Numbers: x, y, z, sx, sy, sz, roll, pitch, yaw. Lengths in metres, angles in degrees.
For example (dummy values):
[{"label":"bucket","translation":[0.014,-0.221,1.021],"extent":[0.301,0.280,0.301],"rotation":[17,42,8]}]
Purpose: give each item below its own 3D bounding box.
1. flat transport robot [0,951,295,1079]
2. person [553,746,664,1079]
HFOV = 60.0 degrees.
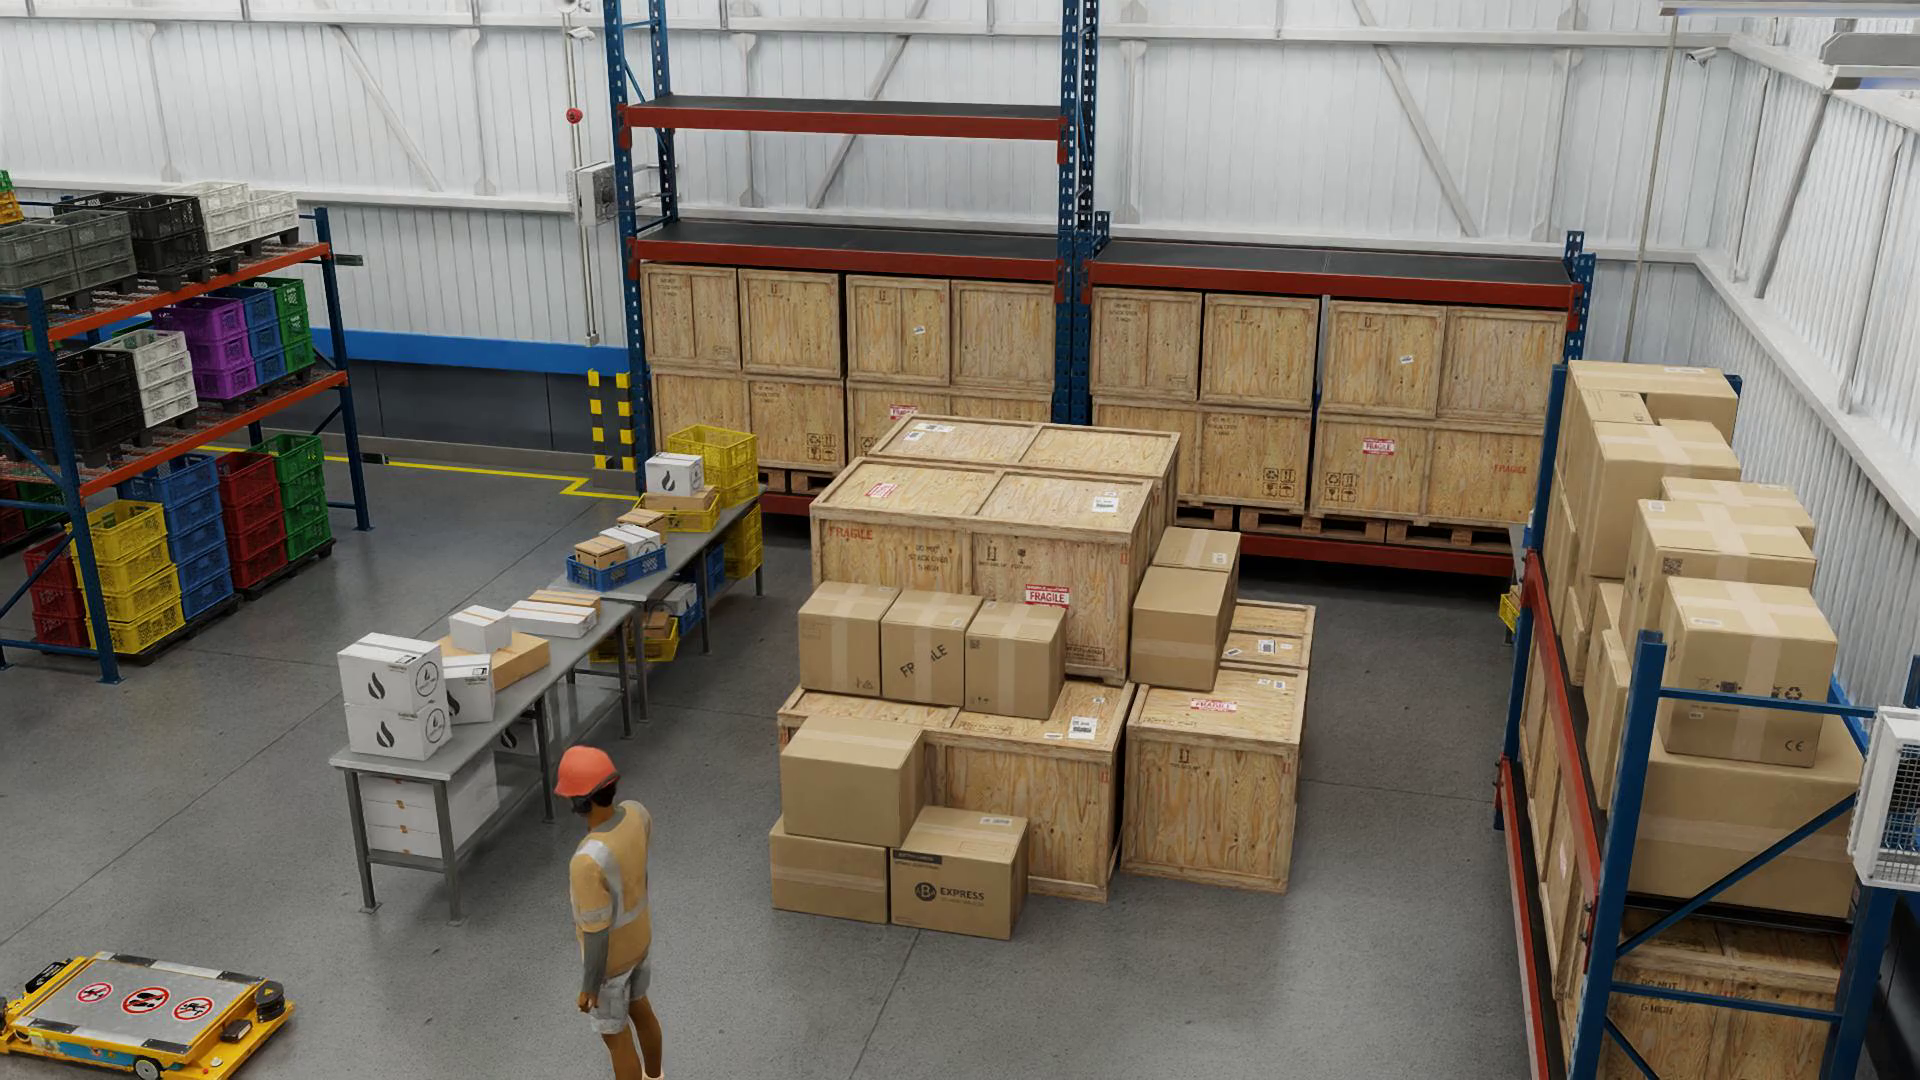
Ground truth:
[{"label":"flat transport robot","translation":[-4.270,2.464,8.601],"extent":[1.431,0.231,0.659],"rotation":[5,22,13]},{"label":"person","translation":[-1.628,1.875,7.675],"extent":[0.398,2.029,0.613],"rotation":[5,21,12]}]
